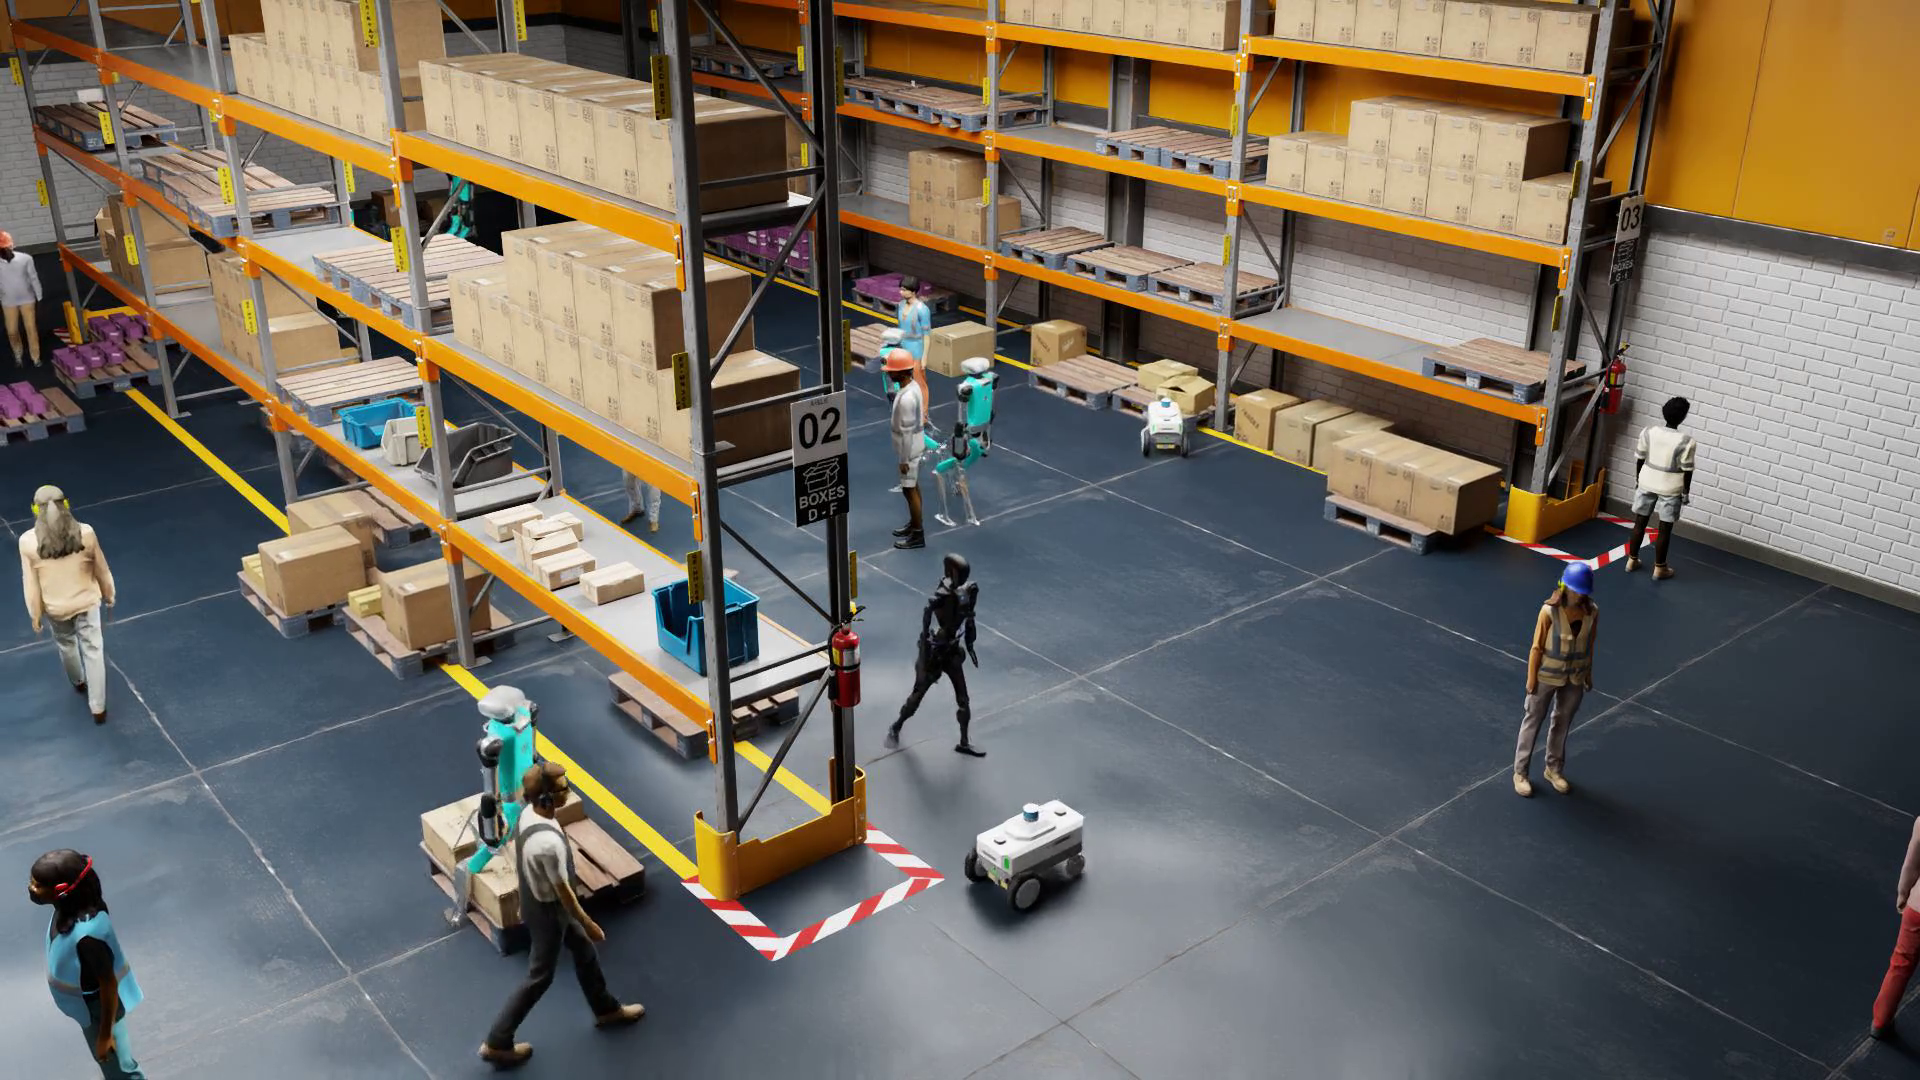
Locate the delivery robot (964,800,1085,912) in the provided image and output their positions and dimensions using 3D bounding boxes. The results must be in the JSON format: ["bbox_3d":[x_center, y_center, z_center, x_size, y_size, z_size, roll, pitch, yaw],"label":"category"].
[{"bbox_3d":[0.434,1.993,10.692,0.807,0.613,0.499,-18,29,-36],"label":"delivery robot"}]

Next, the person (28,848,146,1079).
[{"bbox_3d":[-4.266,2.330,8.235,0.389,1.866,0.528,-18,29,-36],"label":"person"}]

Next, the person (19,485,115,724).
[{"bbox_3d":[-6.772,0.422,12.682,0.593,1.836,0.934,-12,26,-25],"label":"person"}]

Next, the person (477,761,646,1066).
[{"bbox_3d":[-2.259,2.023,9.029,0.926,1.808,0.507,-9,25,-19],"label":"person"}]

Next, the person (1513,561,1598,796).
[{"bbox_3d":[4.162,0.959,11.519,0.481,1.775,0.325,-3,24,-8],"label":"person"}]

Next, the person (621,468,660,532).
[{"bbox_3d":[-3.048,-0.888,15.969,0.558,1.640,0.373,4,24,8],"label":"person"}]

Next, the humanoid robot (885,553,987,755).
[{"bbox_3d":[-0.171,0.793,12.099,0.737,1.620,0.586,20,30,38],"label":"humanoid robot"}]

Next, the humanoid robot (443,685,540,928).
[{"bbox_3d":[-2.917,1.669,10.018,0.871,1.851,0.564,7,24,16],"label":"humanoid robot"}]

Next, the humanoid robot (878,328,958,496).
[{"bbox_3d":[-0.330,-1.250,16.731,0.943,1.785,0.552,3,24,6],"label":"humanoid robot"}]

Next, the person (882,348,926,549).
[{"bbox_3d":[-0.523,-0.860,15.554,0.389,1.927,0.539,0,23,-1],"label":"person"}]

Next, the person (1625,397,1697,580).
[{"bbox_3d":[6.301,-0.471,14.931,0.315,1.695,0.540,-20,30,-39],"label":"person"}]

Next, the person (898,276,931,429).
[{"bbox_3d":[-0.533,-2.089,18.594,0.303,1.763,0.507,-20,30,-38],"label":"person"}]

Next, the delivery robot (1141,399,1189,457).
[{"bbox_3d":[2.233,-1.241,18.147,0.508,0.587,0.759,1,23,3],"label":"delivery robot"}]

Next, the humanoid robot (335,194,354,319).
[{"bbox_3d":[-8.501,-3.841,22.519,0.735,1.677,0.533,-1,23,-3],"label":"humanoid robot"}]

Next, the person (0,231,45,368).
[{"bbox_3d":[-11.727,-2.991,20.716,0.571,1.738,0.439,-14,27,-29],"label":"person"}]

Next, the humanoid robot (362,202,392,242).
[{"bbox_3d":[-7.871,-3.761,22.592,0.440,1.644,0.609,8,25,18],"label":"humanoid robot"}]

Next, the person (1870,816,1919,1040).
[{"bbox_3d":[5.377,2.030,9.067,0.347,1.759,0.520,-18,29,-36],"label":"person"}]

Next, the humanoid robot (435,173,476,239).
[{"bbox_3d":[-7.568,-4.685,24.744,0.550,1.872,0.841,13,27,28],"label":"humanoid robot"}]

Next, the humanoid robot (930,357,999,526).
[{"bbox_3d":[-0.043,-0.947,15.980,0.823,1.763,0.546,18,29,35],"label":"humanoid robot"}]
